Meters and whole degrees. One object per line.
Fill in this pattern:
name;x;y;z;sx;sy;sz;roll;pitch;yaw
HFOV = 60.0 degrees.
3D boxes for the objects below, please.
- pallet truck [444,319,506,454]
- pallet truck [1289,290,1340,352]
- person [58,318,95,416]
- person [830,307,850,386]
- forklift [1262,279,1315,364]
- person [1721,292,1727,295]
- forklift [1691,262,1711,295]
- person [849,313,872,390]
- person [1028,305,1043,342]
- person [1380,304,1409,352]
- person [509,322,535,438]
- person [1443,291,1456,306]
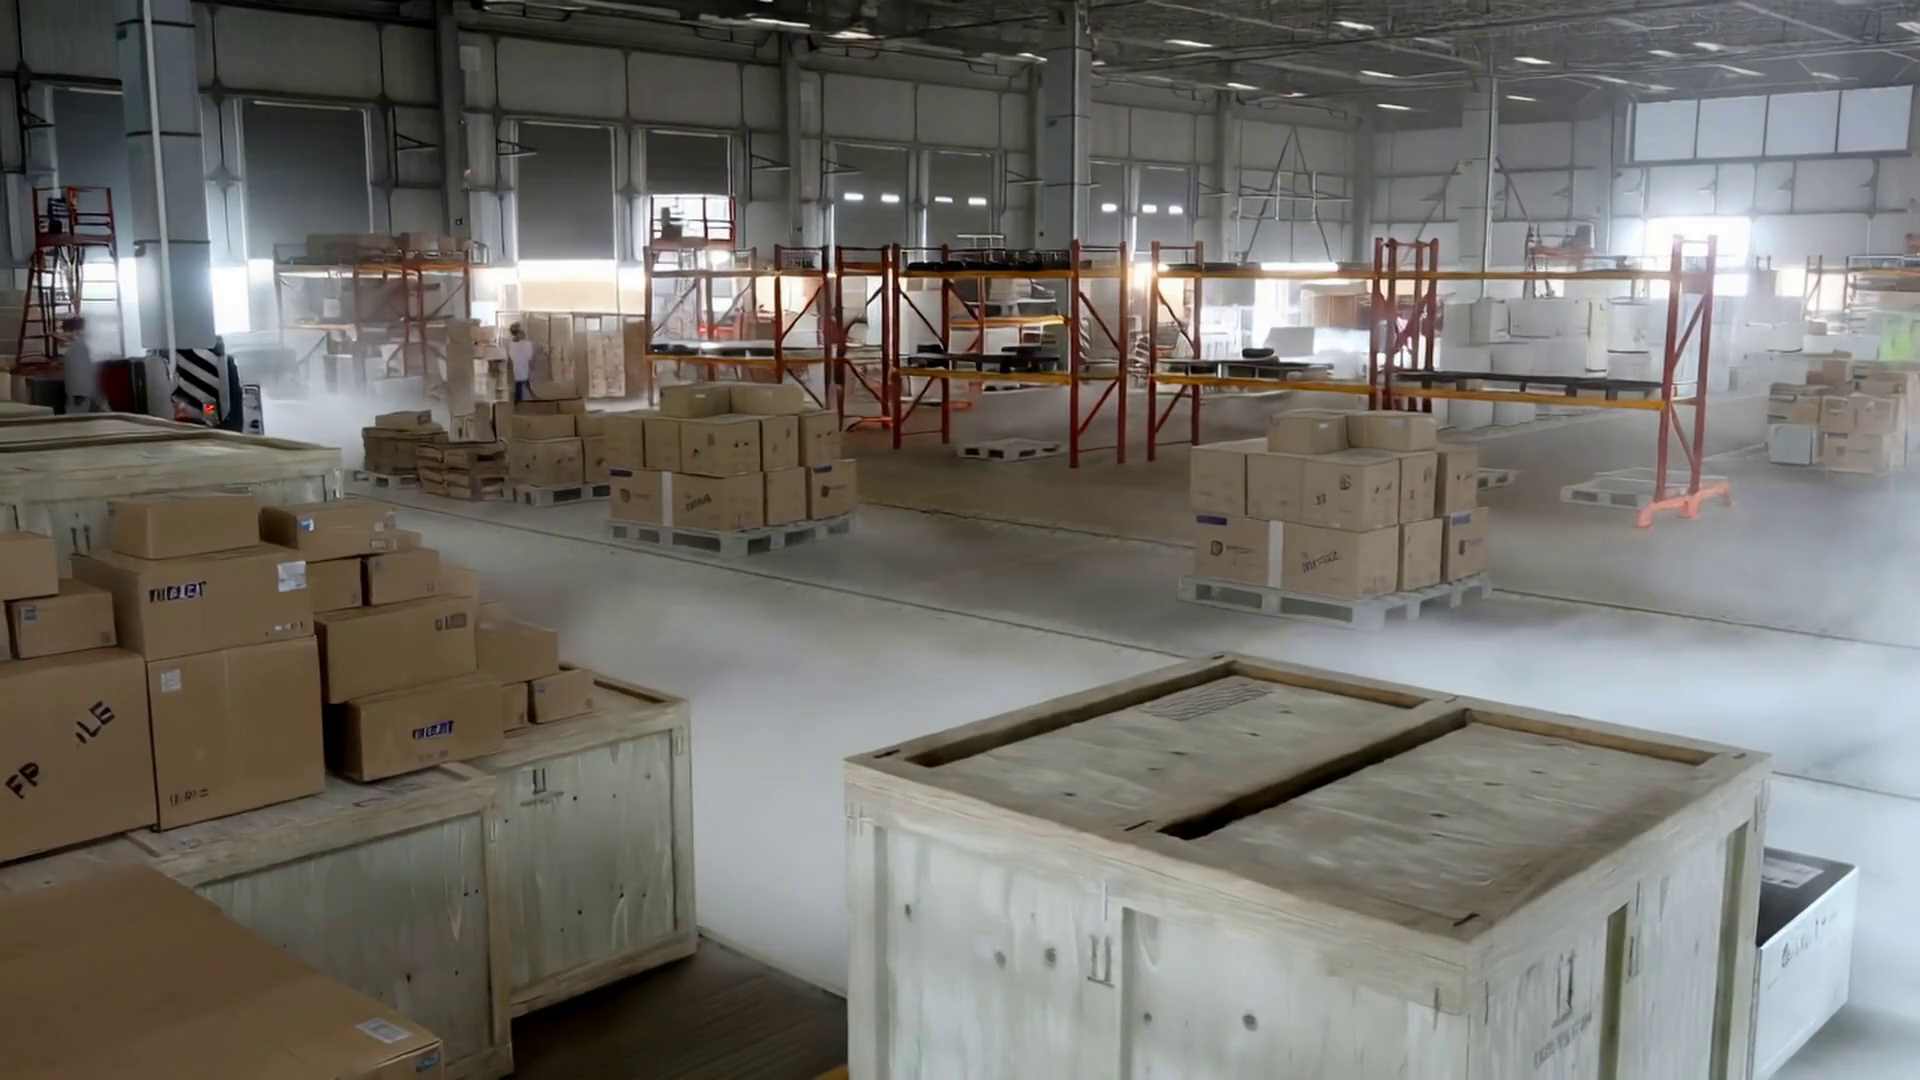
pallet truck;-6.981;-1.942;22.150;1.885;1.965;0.823;1;9;9
pallet truck;11.297;-6.951;52.861;1.885;1.965;0.823;-5;11;-29
person;-11.991;-2.023;22.673;0.466;1.983;0.637;-3;10;-20
person;-2.733;-4.405;37.832;0.539;1.797;0.947;2;10;13
forklift;8.555;-6.090;44.881;1.873;2.768;1.129;9;13;43
person;24.525;-6.992;53.424;0.726;1.894;0.598;-6;11;-35
forklift;19.907;-6.087;44.867;1.873;2.768;1.129;3;10;17
person;-2.191;-4.169;36.726;0.495;1.694;0.927;0;9;1
person;2.331;-6.400;50.599;0.546;1.625;0.375;6;11;34
person;9.214;-4.049;35.337;0.630;1.914;0.873;5;10;26
person;-6.817;-2.520;26.199;0.521;1.840;0.802;3;10;19
person;16.039;-7.139;54.198;0.636;1.937;0.358;9;13;42
